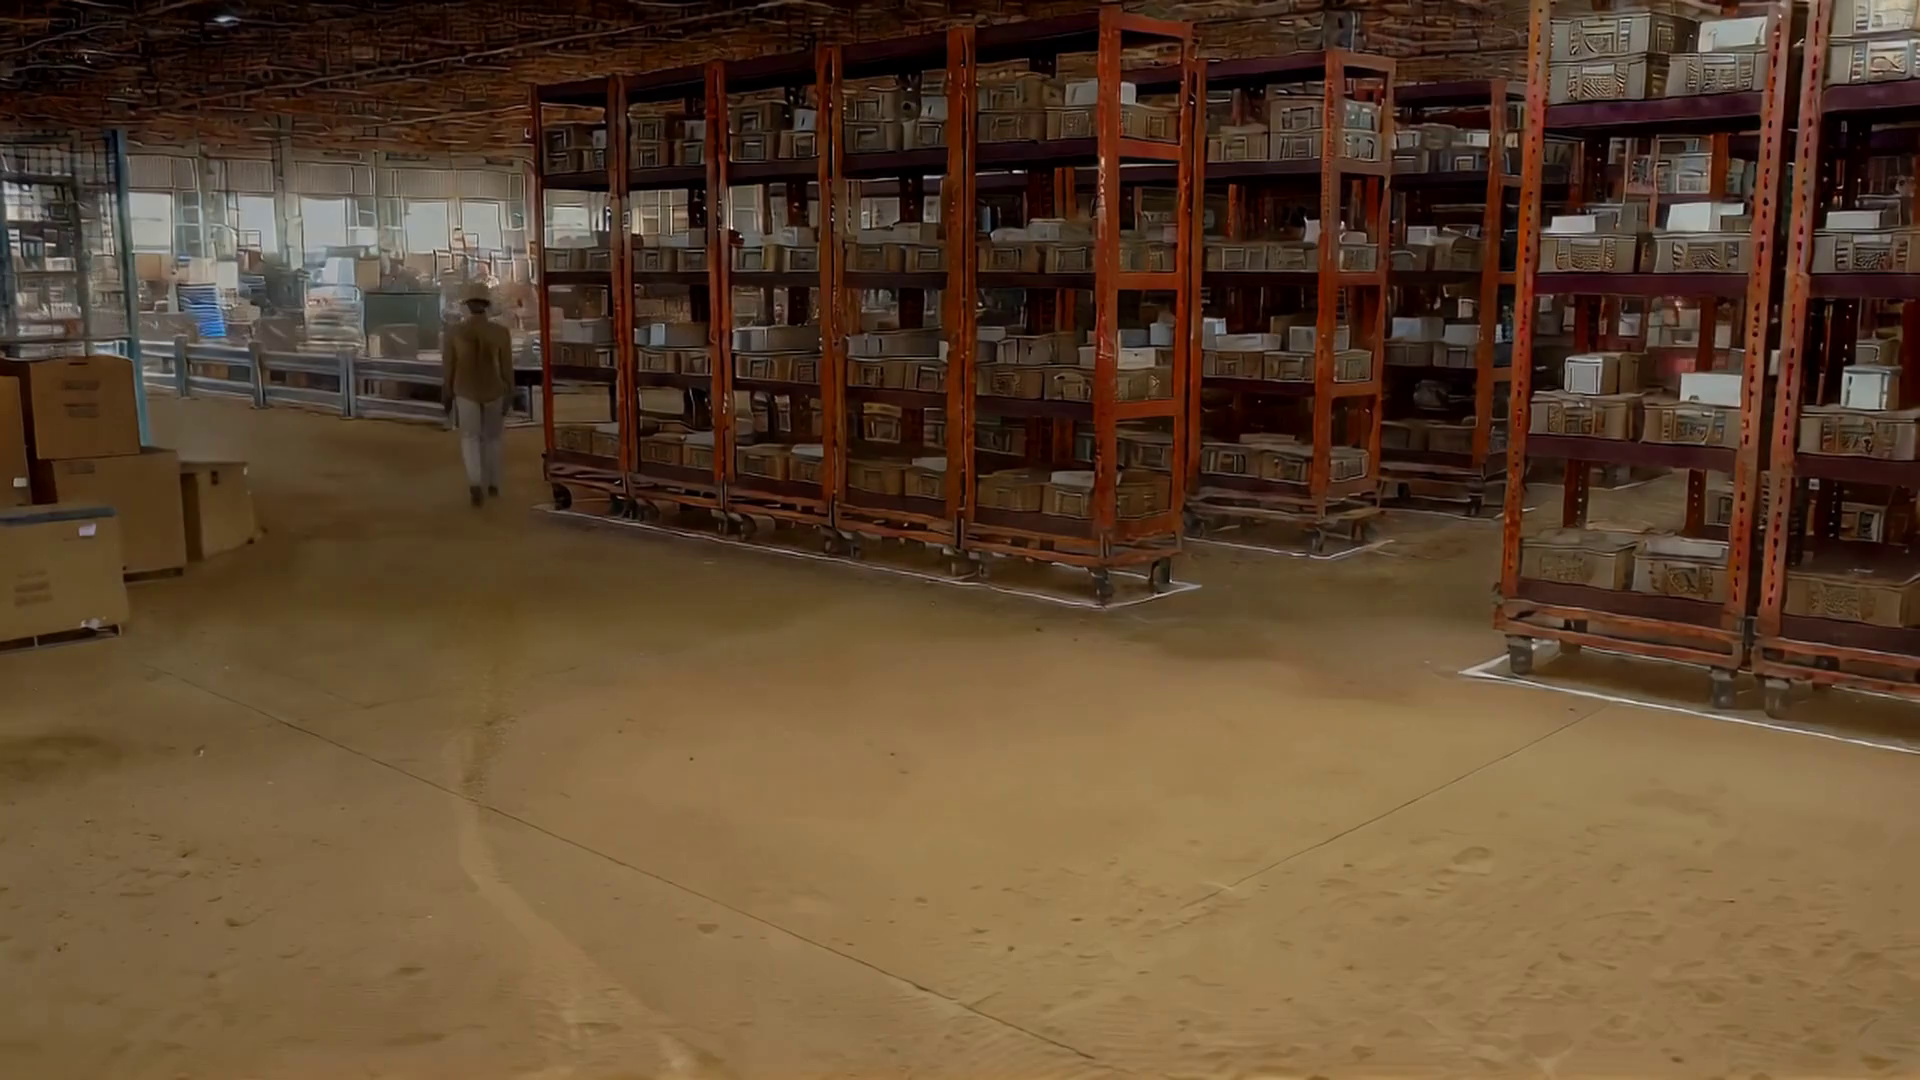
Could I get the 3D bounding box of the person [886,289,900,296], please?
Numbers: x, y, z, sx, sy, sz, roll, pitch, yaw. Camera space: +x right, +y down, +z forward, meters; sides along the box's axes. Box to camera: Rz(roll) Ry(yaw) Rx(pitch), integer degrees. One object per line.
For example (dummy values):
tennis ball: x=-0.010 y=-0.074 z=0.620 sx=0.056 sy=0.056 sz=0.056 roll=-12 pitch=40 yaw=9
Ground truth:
person: x=-2.505 y=-8.882 z=62.119 sx=0.551 sy=1.648 sz=0.877 roll=-1 pitch=9 yaw=-5

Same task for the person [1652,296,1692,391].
person: x=8.046 y=-1.919 z=19.039 sx=0.816 sy=1.786 sz=0.587 roll=8 pitch=12 yaw=41

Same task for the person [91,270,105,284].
person: x=-31.614 y=-8.893 z=61.030 sx=0.615 sy=2.043 sz=0.373 roll=7 pitch=11 yaw=36

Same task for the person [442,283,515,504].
person: x=-4.286 y=-1.311 z=14.824 sx=0.623 sy=1.958 sz=0.973 roll=-2 pitch=10 yaw=-15

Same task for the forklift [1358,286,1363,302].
forklift: x=11.100 y=-7.017 z=46.970 sx=1.873 sy=2.768 sz=1.129 roll=9 pitch=13 yaw=43

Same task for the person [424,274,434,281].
person: x=-25.956 y=-12.150 z=81.703 sx=0.899 sy=1.800 sz=0.639 roll=4 pitch=10 yaw=25

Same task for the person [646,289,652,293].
person: x=-17.399 y=-14.079 z=93.239 sx=0.784 sy=1.915 sz=0.659 roll=-5 pitch=10 yaw=-27

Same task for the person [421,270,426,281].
person: x=-28.293 y=-13.247 z=87.863 sx=0.373 sy=1.997 sz=0.616 roll=-1 pitch=9 yaw=-5

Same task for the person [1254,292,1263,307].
person: x=6.879 y=-5.280 z=39.361 sx=0.650 sy=1.901 sz=0.971 roll=5 pitch=10 yaw=27

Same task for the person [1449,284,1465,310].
person: x=9.208 y=-3.866 z=30.809 sx=0.387 sy=1.845 sz=0.565 roll=4 pitch=10 yaw=23

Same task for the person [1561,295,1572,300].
person: x=12.535 y=-4.434 z=34.334 sx=0.603 sy=1.830 sz=0.404 roll=-7 pitch=12 yaw=-37

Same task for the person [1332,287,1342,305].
person: x=9.393 y=-5.592 z=41.850 sx=0.318 sy=1.696 sz=0.537 roll=-4 pitch=10 yaw=-21

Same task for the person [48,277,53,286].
person: x=-36.703 y=-9.758 z=66.918 sx=0.517 sy=1.851 sz=0.376 roll=5 pitch=11 yaw=29

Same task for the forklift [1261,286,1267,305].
forklift: x=9.173 y=-7.960 z=52.750 sx=1.129 sy=2.768 sz=1.873 roll=1 pitch=9 yaw=5
